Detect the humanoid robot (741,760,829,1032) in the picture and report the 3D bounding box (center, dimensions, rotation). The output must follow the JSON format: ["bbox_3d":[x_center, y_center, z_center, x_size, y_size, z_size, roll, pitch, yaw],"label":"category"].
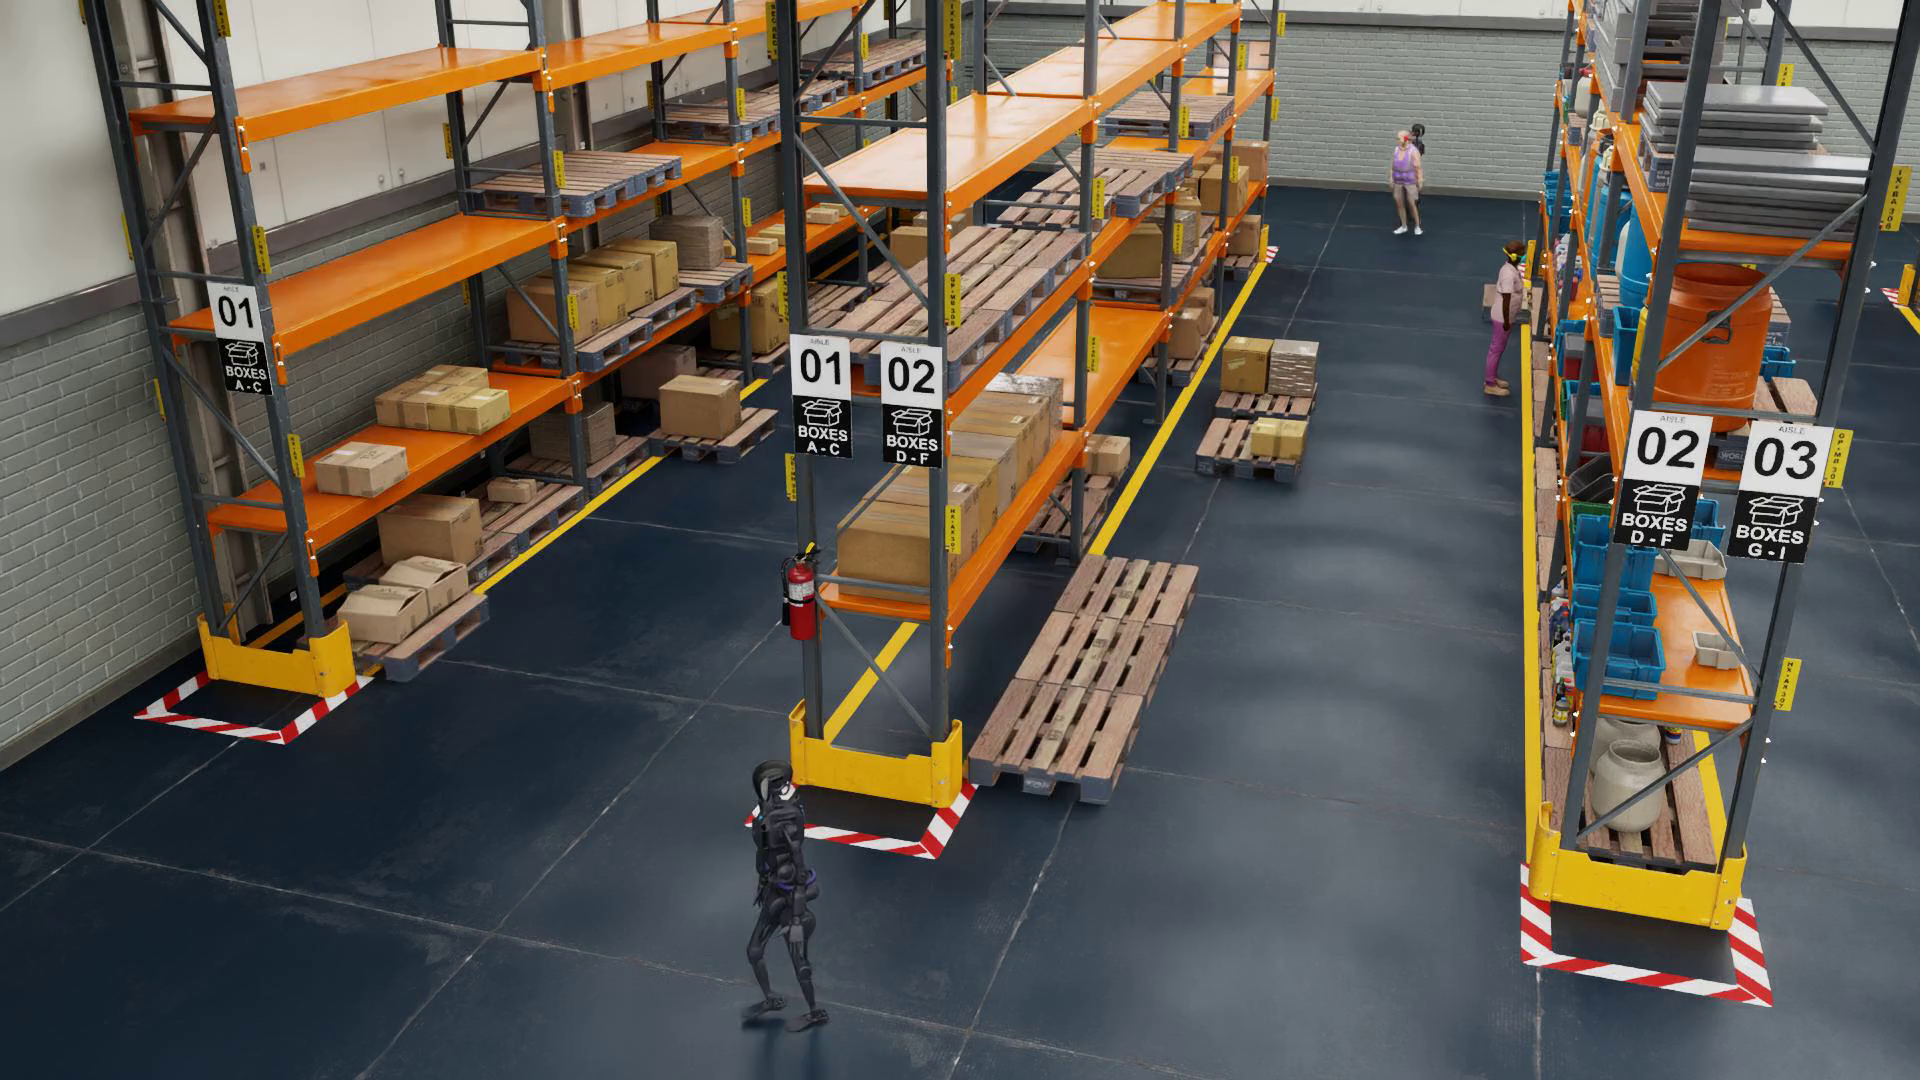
[{"bbox_3d":[-0.959,1.931,8.920,0.448,1.649,0.608,-12,26,-25],"label":"humanoid robot"}]

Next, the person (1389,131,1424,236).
[{"bbox_3d":[7.169,-5.719,26.668,0.408,1.658,0.573,-19,30,-37],"label":"person"}]

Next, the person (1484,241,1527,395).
[{"bbox_3d":[6.301,-2.570,19.214,0.332,1.795,0.520,8,25,18],"label":"person"}]

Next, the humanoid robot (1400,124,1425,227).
[{"bbox_3d":[7.467,-5.972,27.231,0.390,1.649,0.596,8,25,18],"label":"humanoid robot"}]
